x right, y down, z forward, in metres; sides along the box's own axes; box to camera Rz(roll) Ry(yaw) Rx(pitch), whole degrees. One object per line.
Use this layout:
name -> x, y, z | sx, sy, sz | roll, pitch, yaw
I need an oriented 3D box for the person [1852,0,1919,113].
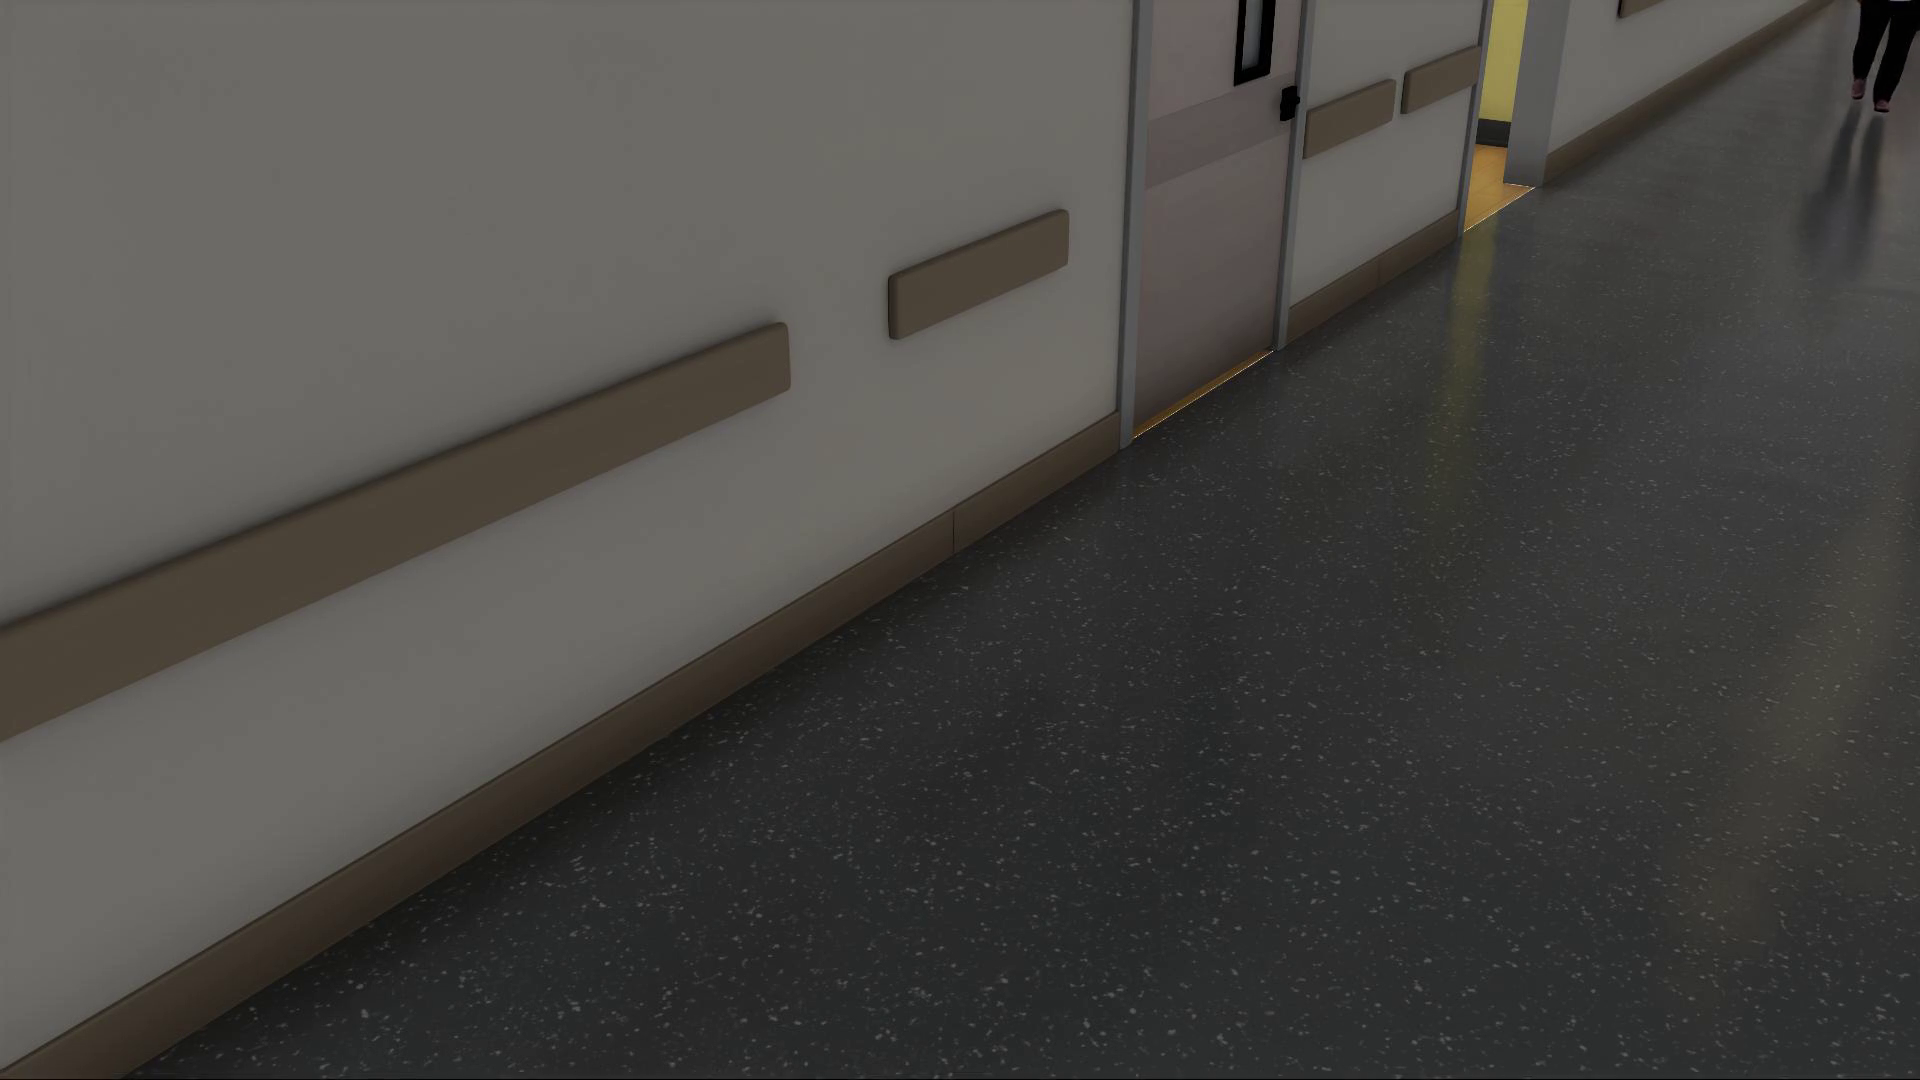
person -> 6.454, -3.780, 11.459 | 0.965, 1.576, 0.844 | 11, 28, 22
